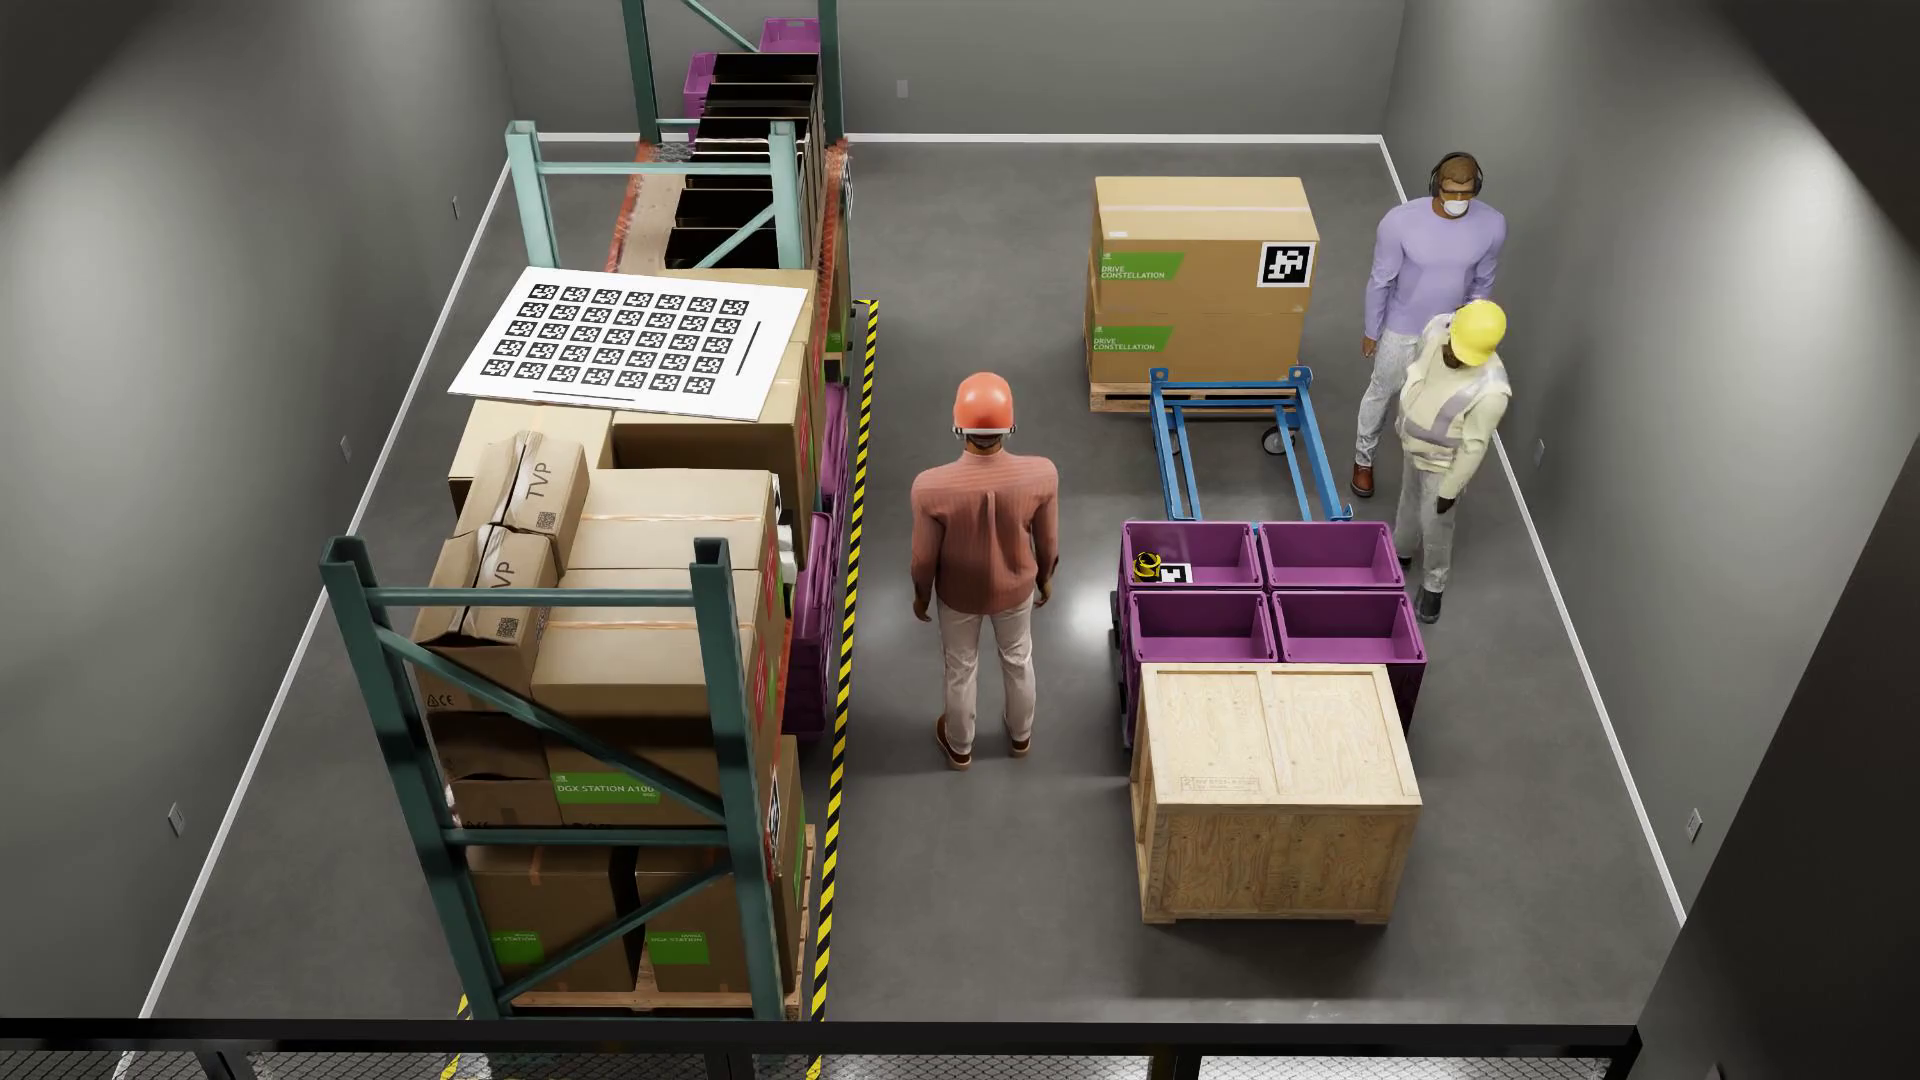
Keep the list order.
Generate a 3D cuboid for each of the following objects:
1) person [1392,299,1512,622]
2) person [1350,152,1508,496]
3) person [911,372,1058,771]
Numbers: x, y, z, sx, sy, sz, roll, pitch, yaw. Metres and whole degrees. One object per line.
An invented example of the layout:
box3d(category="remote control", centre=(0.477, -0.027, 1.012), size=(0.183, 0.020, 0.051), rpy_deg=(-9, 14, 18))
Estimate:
box3d(category="person", centre=(2.199, -0.458, 7.763), size=(0.406, 1.784, 0.713), rpy_deg=(-10, 42, -11))
box3d(category="person", centre=(2.320, -1.063, 8.326), size=(0.630, 1.940, 0.372), rpy_deg=(-2, 41, -2))
box3d(category="person", centre=(0.094, 0.159, 6.890), size=(0.614, 1.993, 0.395), rpy_deg=(-8, 42, -9))
